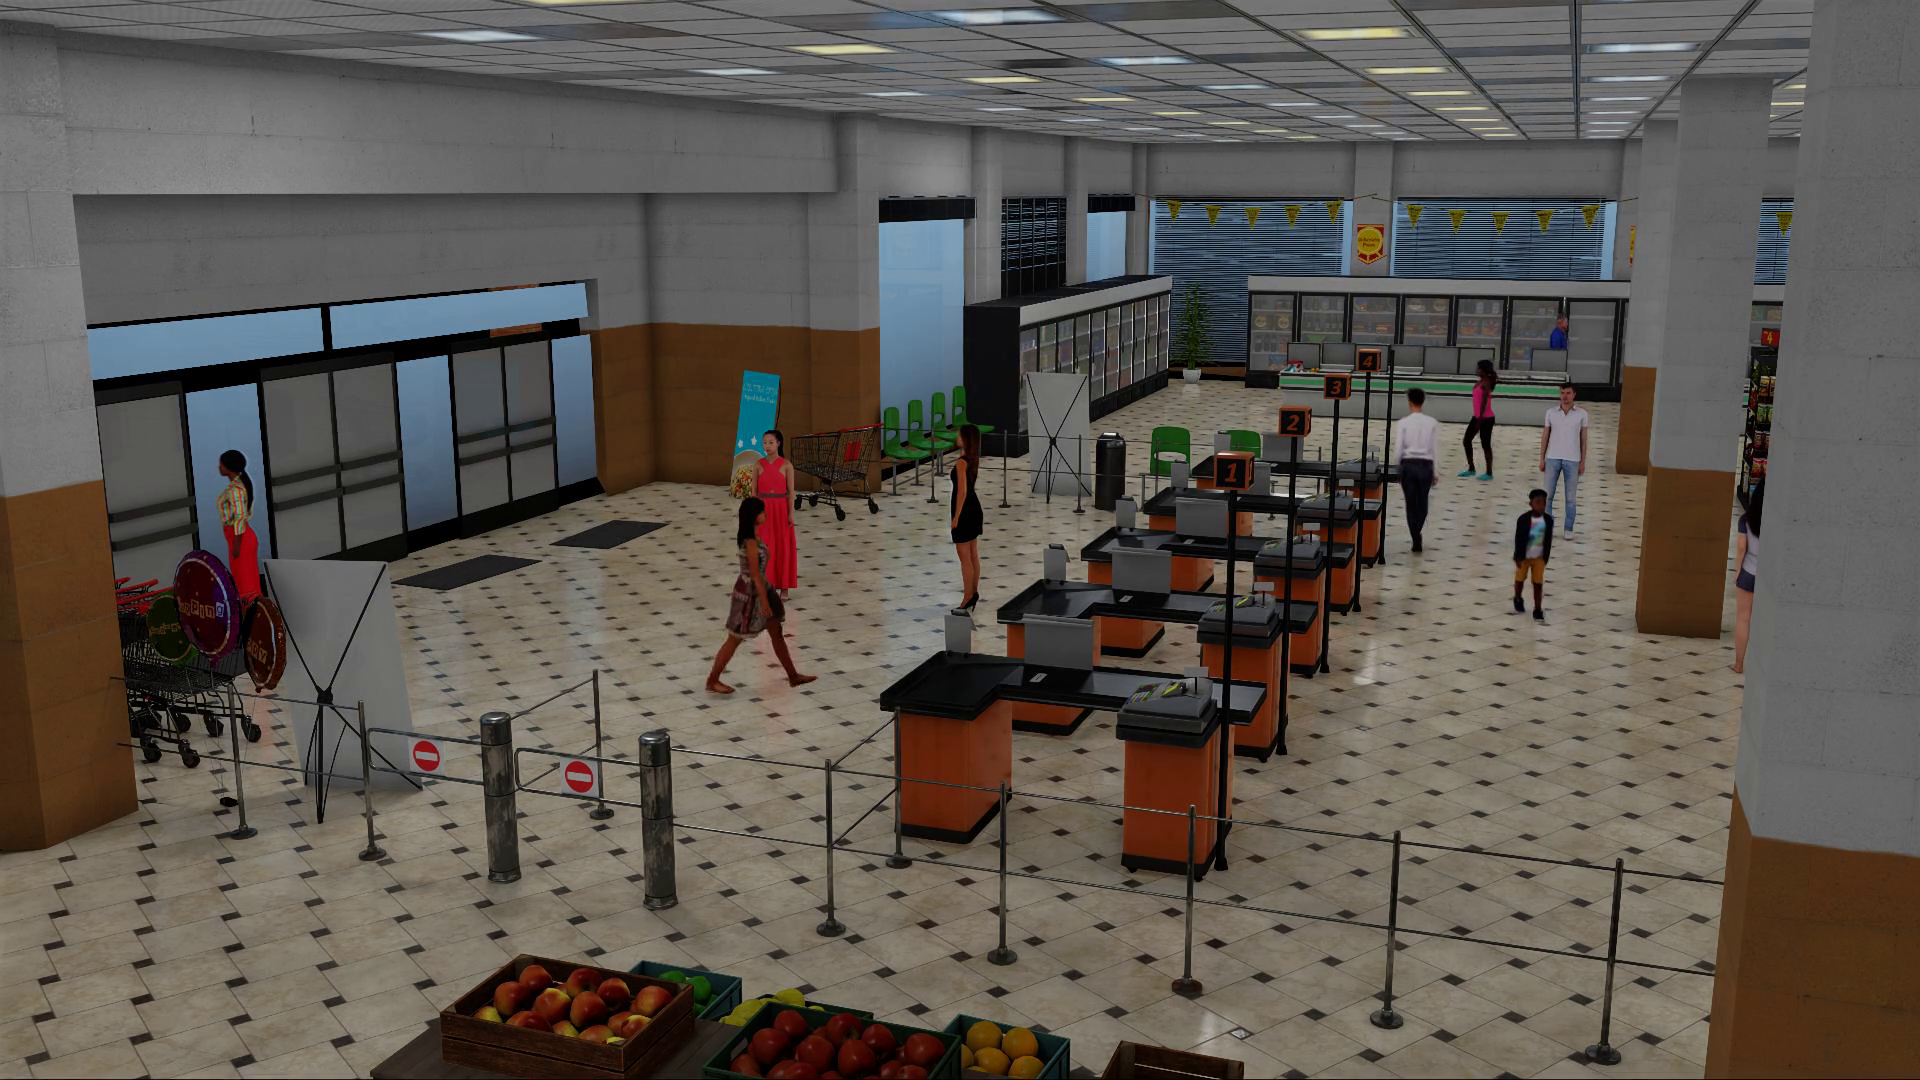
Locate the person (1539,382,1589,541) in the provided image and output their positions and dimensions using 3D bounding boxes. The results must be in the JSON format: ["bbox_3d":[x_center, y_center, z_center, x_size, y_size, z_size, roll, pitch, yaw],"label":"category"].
[{"bbox_3d":[7.066,-0.931,19.475,0.505,1.850,0.737,6,13,25],"label":"person"}]

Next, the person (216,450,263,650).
[{"bbox_3d":[-6.394,0.080,14.814,0.705,1.792,0.682,-3,12,-14],"label":"person"}]

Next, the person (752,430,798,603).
[{"bbox_3d":[-1.847,-0.239,16.493,0.605,1.726,0.742,1,12,3],"label":"person"}]

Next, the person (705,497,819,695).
[{"bbox_3d":[-1.758,0.493,13.339,1.227,1.593,0.950,-1,12,-4],"label":"person"}]

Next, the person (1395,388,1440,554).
[{"bbox_3d":[5.128,-0.748,18.646,1.144,1.835,0.911,1,12,6],"label":"person"}]

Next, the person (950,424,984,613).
[{"bbox_3d":[0.062,-0.211,16.098,0.507,1.834,0.567,4,13,19],"label":"person"}]

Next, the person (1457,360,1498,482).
[{"bbox_3d":[7.416,-1.662,23.295,0.780,1.707,0.688,-1,12,-5],"label":"person"}]

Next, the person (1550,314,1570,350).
[{"bbox_3d":[10.794,-3.199,30.332,0.702,1.816,0.773,5,13,24],"label":"person"}]

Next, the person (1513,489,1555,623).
[{"bbox_3d":[5.443,0.128,15.918,0.850,1.244,0.707,1,12,5],"label":"person"}]
